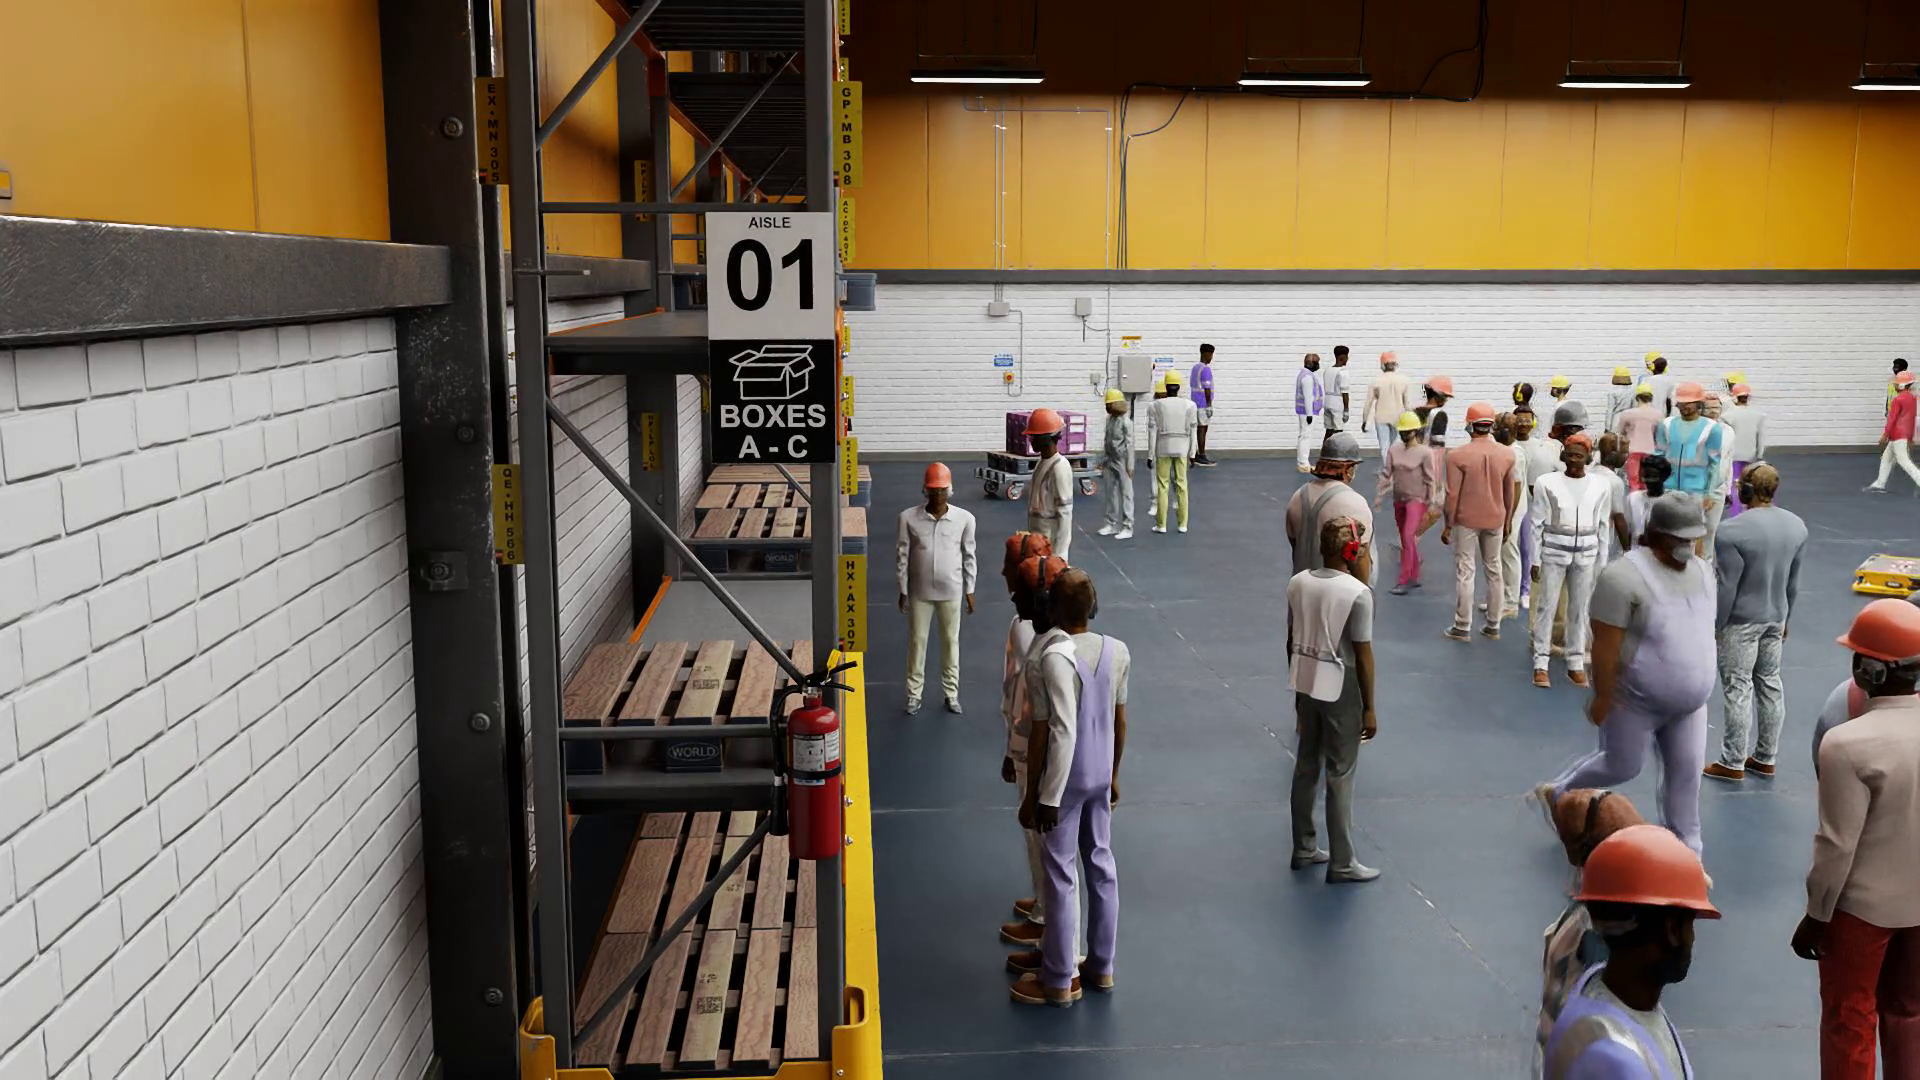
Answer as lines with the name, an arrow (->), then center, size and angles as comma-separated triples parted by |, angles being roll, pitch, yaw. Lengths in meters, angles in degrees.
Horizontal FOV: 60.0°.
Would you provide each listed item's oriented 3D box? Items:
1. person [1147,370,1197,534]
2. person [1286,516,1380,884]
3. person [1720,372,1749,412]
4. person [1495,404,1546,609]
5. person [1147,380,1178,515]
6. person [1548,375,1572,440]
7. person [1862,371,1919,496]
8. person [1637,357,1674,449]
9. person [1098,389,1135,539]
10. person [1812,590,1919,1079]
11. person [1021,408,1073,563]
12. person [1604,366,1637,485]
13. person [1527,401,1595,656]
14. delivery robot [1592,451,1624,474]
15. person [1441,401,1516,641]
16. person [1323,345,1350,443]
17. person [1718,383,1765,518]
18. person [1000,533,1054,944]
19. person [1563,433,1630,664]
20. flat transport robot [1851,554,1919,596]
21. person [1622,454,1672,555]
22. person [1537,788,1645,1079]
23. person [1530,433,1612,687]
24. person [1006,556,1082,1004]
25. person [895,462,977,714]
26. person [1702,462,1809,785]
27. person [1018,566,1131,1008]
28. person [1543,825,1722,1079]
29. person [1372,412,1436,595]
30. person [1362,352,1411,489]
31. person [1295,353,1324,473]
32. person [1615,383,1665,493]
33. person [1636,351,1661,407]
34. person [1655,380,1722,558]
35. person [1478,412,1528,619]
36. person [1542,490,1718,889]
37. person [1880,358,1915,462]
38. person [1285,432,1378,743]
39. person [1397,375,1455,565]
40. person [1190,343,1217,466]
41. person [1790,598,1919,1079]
person -> 2.484, -1.033, 19.553 | 0.594, 1.926, 0.367 | -1, 9, -7
person -> 1.851, 0.797, 8.343 | 0.388, 1.840, 0.563 | -5, 11, -31
person -> 10.391, -1.382, 22.327 | 0.533, 1.750, 0.551 | -8, 12, -42
person -> 5.082, -0.302, 15.136 | 0.516, 1.876, 0.327 | 2, 9, 15
person -> 2.628, -1.201, 21.269 | 0.491, 1.716, 0.798 | 5, 10, 27
person -> 7.631, -1.217, 21.216 | 0.325, 1.769, 0.524 | 5, 10, 27
person -> 13.024, -1.470, 22.974 | 0.559, 1.719, 0.876 | -9, 12, -43
person -> 10.250, -1.787, 24.604 | 0.584, 1.828, 0.548 | 1, 9, 3
person -> 1.808, -0.888, 19.260 | 0.367, 1.730, 0.562 | -4, 10, -22
person -> 3.227, 1.135, 5.588 | 0.536, 2.000, 0.672 | -2, 9, -9
person -> 0.647, 0.022, 12.574 | 0.369, 2.040, 0.615 | -2, 9, -13
person -> 9.512, -1.645, 24.005 | 0.488, 1.737, 0.316 | -3, 9, -18
person -> 4.886, -0.101, 13.351 | 0.673, 2.000, 0.535 | -7, 11, -38
delivery robot -> 9.627, -1.170, 24.419 | 0.477, 0.478, 0.707 | -4, 10, -24
person -> 4.289, -0.152, 13.811 | 0.613, 1.995, 0.391 | -1, 9, -8
person -> 5.879, -2.061, 25.940 | 0.378, 1.958, 0.599 | -4, 10, -23
person -> 9.427, -1.040, 20.190 | 0.588, 1.733, 0.433 | -1, 9, -5
person -> 0.358, 0.895, 7.634 | 0.356, 1.878, 0.572 | 3, 9, 16
person -> 5.026, 0.068, 12.987 | 0.684, 1.816, 0.545 | -1, 9, -8
flat transport robot -> 9.126, 0.339, 16.125 | 0.652, 0.197, 1.431 | 7, 11, 35
person -> 5.294, 0.182, 12.697 | 0.335, 1.684, 0.537 | -8, 12, -39
person -> 1.758, 1.489, 4.630 | 0.306, 1.637, 0.524 | 4, 10, 21
person -> 4.486, 0.154, 12.252 | 0.574, 1.882, 0.355 | 0, 9, 3
person -> 0.370, 0.992, 6.976 | 0.337, 1.882, 0.584 | 0, 9, 0
person -> -0.166, 0.334, 11.505 | 0.562, 1.755, 0.330 | 0, 9, -2
person -> 4.716, 0.494, 9.934 | 0.628, 1.940, 0.373 | -3, 10, -20
person -> 0.466, 1.021, 6.928 | 0.508, 1.844, 0.345 | -6, 11, -34
person -> 1.413, 1.557, 3.423 | 0.663, 1.894, 0.641 | 7, 11, 37
person -> 4.207, -0.343, 15.847 | 0.810, 1.736, 0.547 | -7, 11, -36
person -> 6.096, -1.721, 23.844 | 0.647, 1.935, 1.044 | -1, 9, -5
person -> 5.381, -1.959, 25.645 | 0.429, 1.839, 0.634 | 1, 9, 7
person -> 8.306, -1.055, 20.369 | 0.534, 1.714, 0.934 | 1, 9, 6
person -> 11.064, -2.120, 26.678 | 0.404, 1.830, 0.599 | 6, 11, 35
person -> 6.921, -0.508, 15.908 | 0.396, 2.038, 0.614 | -9, 13, -44
person -> 4.824, -0.215, 14.695 | 0.348, 1.840, 0.506 | 2, 9, 10
person -> 3.468, 0.678, 8.457 | 0.712, 2.000, 0.853 | -3, 10, -18
person -> 15.309, -2.122, 27.142 | 0.321, 1.688, 0.530 | -2, 9, -12
person -> 2.456, 0.300, 10.834 | 0.535, 2.000, 0.680 | -5, 10, -28
person -> 4.850, -0.698, 17.205 | 0.555, 2.006, 0.686 | -3, 10, -19
person -> 3.880, -2.163, 26.551 | 0.385, 1.959, 0.601 | -2, 9, -15
person -> 3.007, 1.175, 5.475 | 0.609, 1.997, 0.375 | -4, 10, -23
